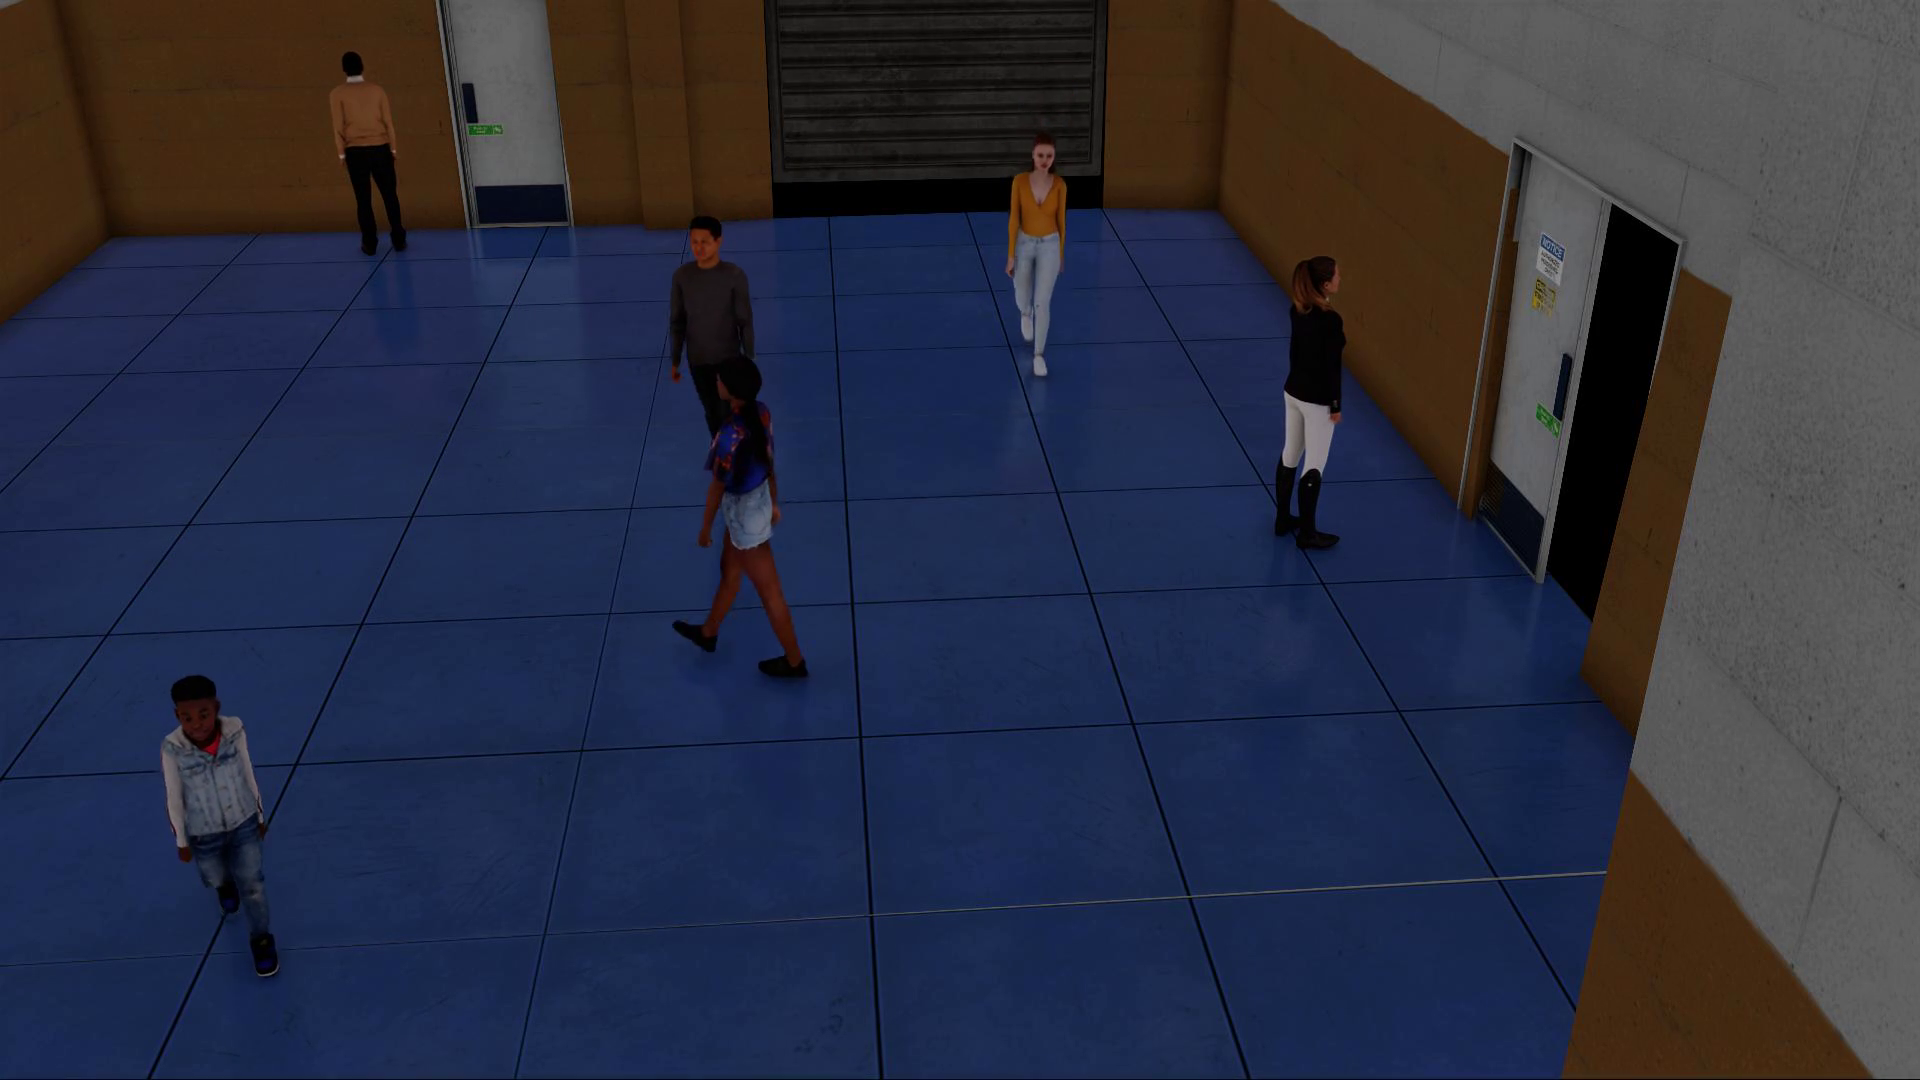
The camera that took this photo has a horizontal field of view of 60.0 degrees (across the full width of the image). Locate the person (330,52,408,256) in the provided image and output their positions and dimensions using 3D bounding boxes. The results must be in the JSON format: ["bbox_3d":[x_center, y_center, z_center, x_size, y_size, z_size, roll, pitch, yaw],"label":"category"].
[{"bbox_3d":[-5.242,-3.418,14.720,0.641,1.752,0.796,-12,29,-23],"label":"person"}]

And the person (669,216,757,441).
[{"bbox_3d":[-1.474,-1.143,10.239,0.669,1.755,0.802,-12,29,-22],"label":"person"}]

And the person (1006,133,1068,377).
[{"bbox_3d":[0.546,-2.109,12.171,1.023,1.728,0.731,1,27,1],"label":"person"}]

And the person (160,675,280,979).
[{"bbox_3d":[-2.880,1.052,6.475,0.843,1.244,0.741,-13,30,-24],"label":"person"}]

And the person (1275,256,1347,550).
[{"bbox_3d":[2.015,-0.790,9.553,0.644,1.728,0.637,-11,29,-21],"label":"person"}]

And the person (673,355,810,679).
[{"bbox_3d":[-0.950,-0.061,8.153,1.116,1.711,0.883,9,28,17],"label":"person"}]
